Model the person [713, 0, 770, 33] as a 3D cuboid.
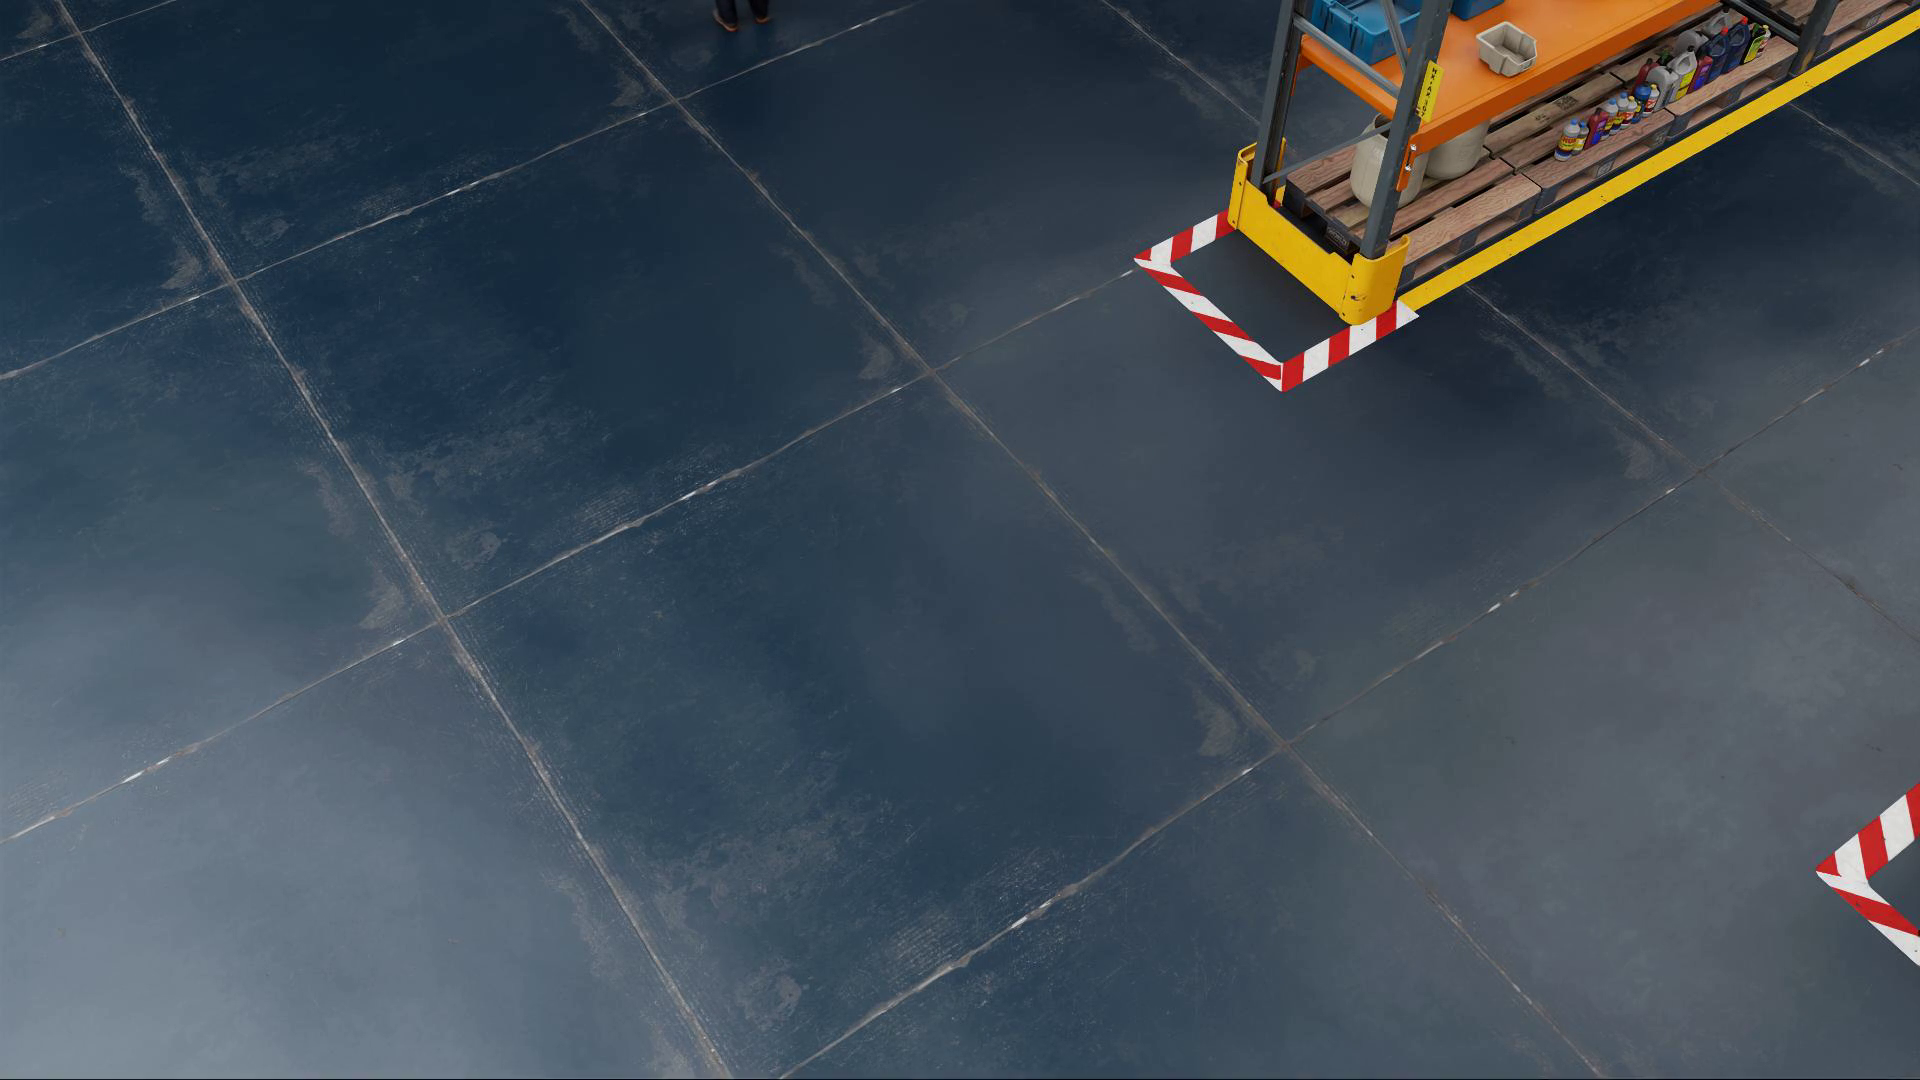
[{"bbox_3d":[-1.527,-4.173,10.811,0.582,1.815,0.770,-21,55,-15],"label":"person"}]
